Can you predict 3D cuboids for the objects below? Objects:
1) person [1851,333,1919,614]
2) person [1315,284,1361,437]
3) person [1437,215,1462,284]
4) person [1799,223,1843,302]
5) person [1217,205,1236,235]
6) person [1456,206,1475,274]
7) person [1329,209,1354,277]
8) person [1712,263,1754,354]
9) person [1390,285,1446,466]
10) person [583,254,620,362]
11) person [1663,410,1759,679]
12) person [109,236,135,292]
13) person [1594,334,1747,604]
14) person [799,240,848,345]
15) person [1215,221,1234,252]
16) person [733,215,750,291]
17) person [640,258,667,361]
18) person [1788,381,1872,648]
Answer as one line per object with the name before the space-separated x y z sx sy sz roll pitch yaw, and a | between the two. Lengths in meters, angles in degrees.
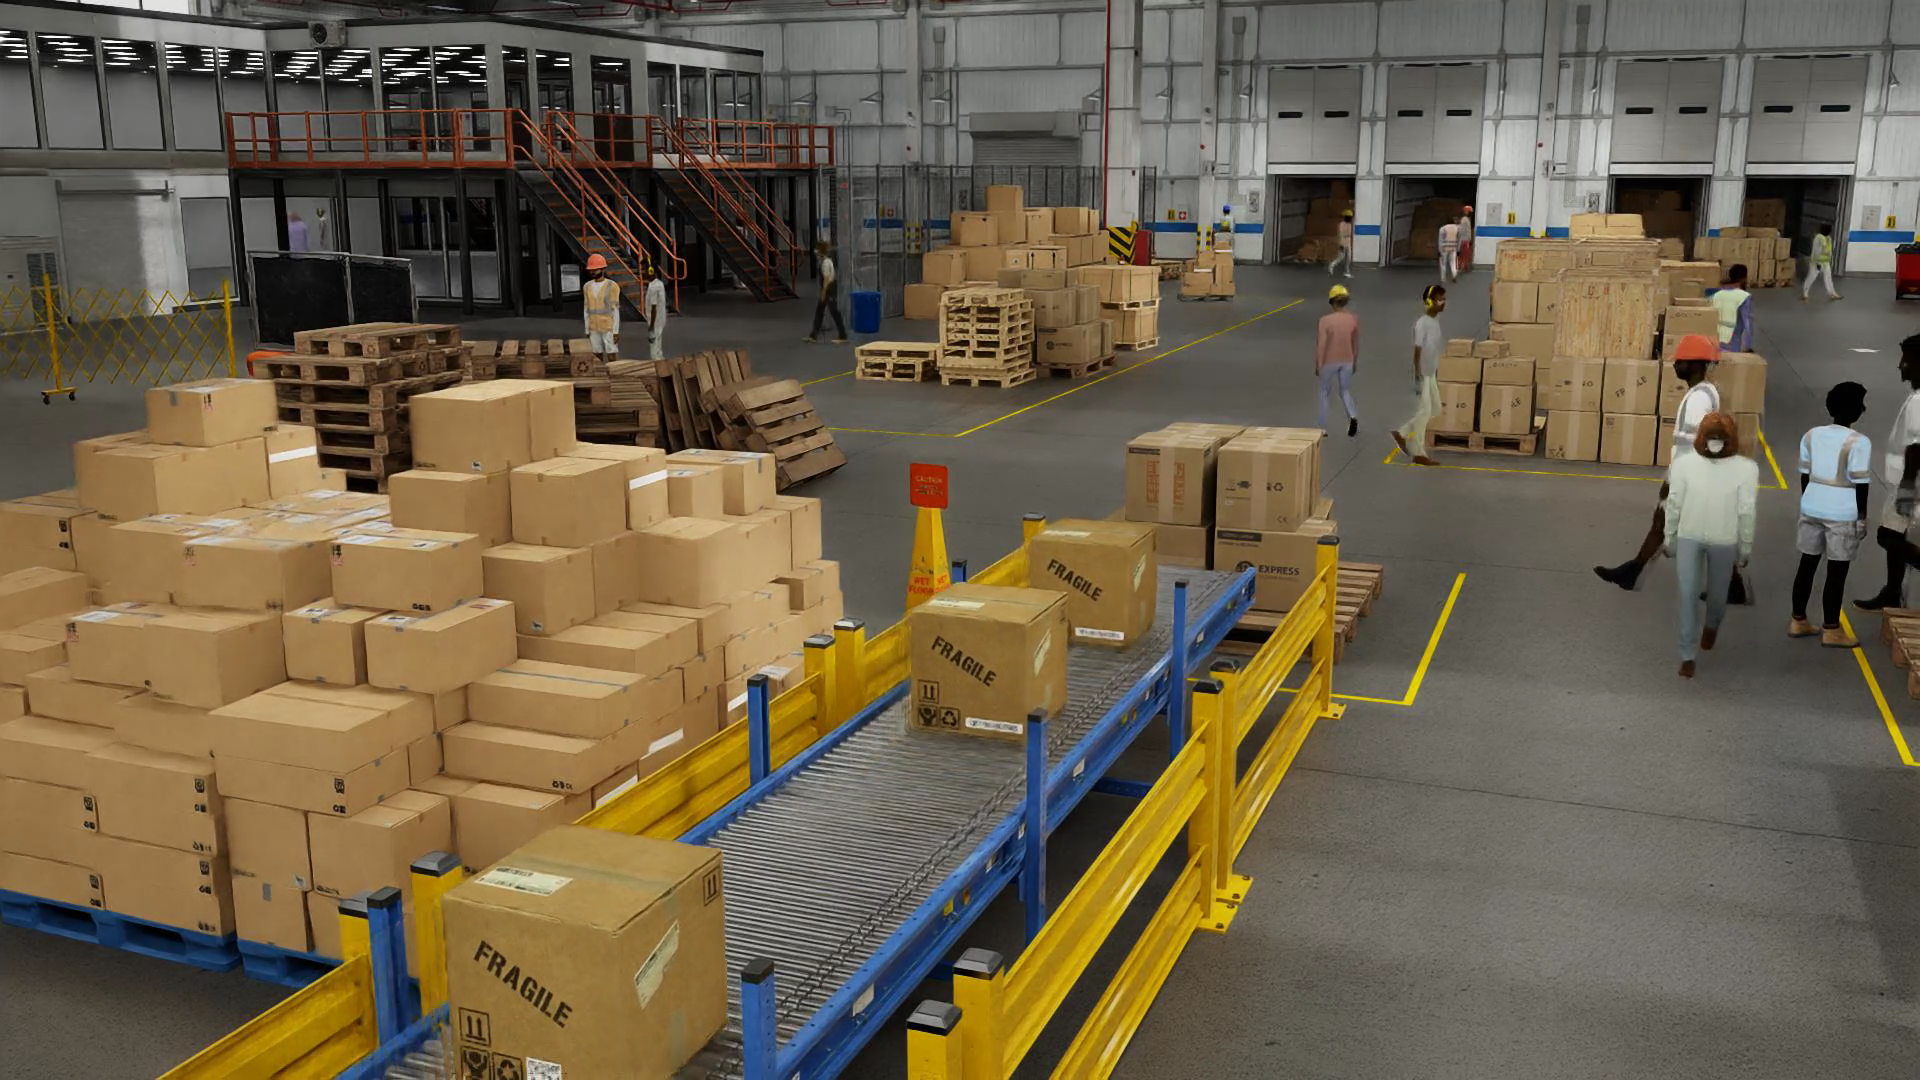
person | 6.410 -0.405 11.111 0.565 1.945 0.630 8 15 33
person | 4.258 -2.008 18.747 0.533 1.741 0.640 -2 13 -10
person | 12.939 -7.667 43.976 0.630 1.827 0.604 -1 13 -6
person | 19.791 -6.351 38.144 0.652 1.787 0.975 -8 15 -33
person | 8.193 -9.341 51.217 0.631 1.932 0.427 -10 16 -39
person | 14.688 -8.646 48.009 0.704 1.971 0.654 7 14 28
person | 10.823 -8.375 46.960 0.642 1.905 0.602 12 17 44
person | 9.312 -2.414 20.258 0.768 1.896 0.592 -2 13 -11
person | 4.737 -1.695 17.107 0.494 1.859 0.530 9 15 35
person | -4.703 -2.774 21.797 0.539 1.930 0.382 5 13 21
person | 4.539 -0.008 10.089 0.500 1.604 0.732 6 14 26
person | -17.719 -5.622 35.201 0.505 1.633 0.279 -2 13 -11
person | 5.105 -0.500 11.698 1.040 1.877 0.563 5 14 23
person | -2.374 -4.266 28.764 0.917 1.796 0.522 -3 13 -12
person | 6.755 -7.283 42.507 0.496 1.707 0.853 3 13 11
person | -5.509 -7.193 41.702 0.584 1.883 0.337 11 17 40
person | -4.104 -2.830 22.211 0.353 1.855 0.531 0 13 -2
person | 5.558 -0.161 10.590 0.319 1.696 0.532 -4 13 -18
